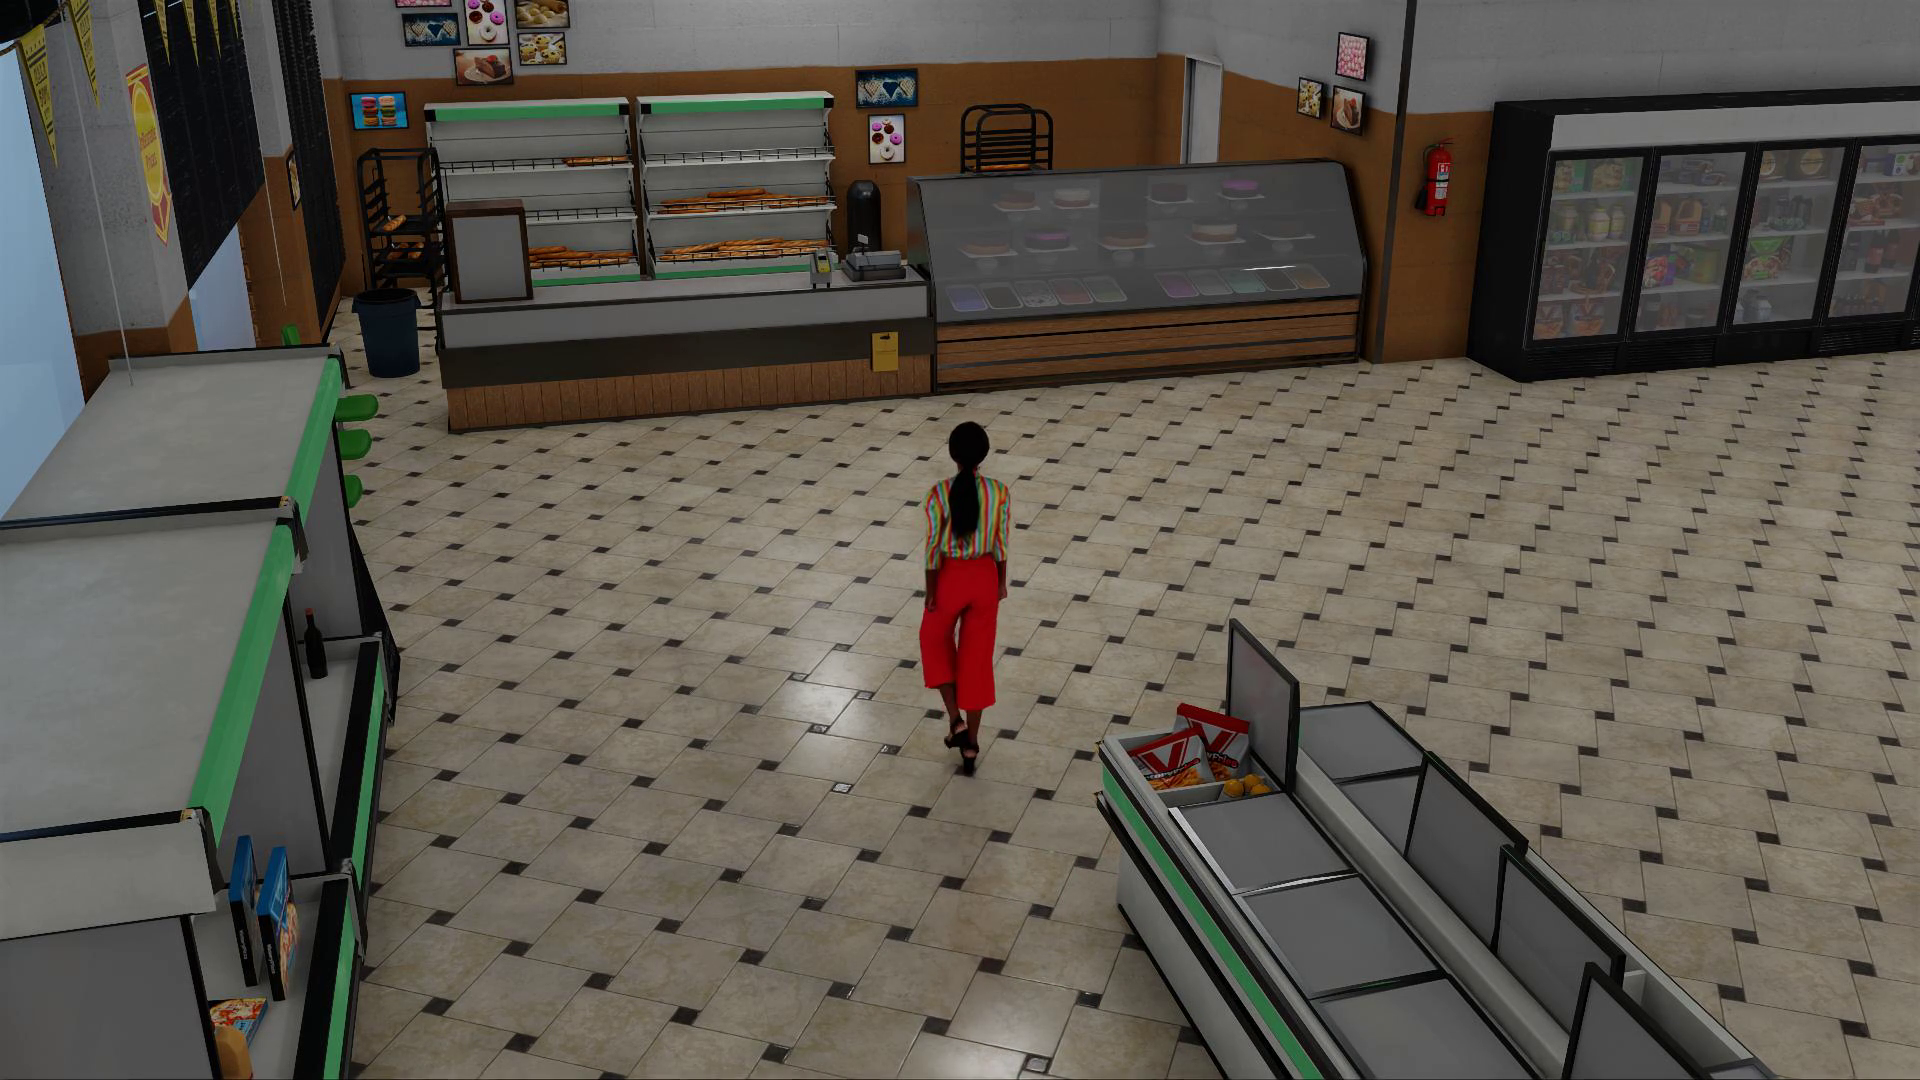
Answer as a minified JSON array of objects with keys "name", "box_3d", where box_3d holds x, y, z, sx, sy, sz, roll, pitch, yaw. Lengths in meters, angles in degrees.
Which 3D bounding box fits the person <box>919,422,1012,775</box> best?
[{"name":"person","box_3d":[0.035,0.322,7.977,0.611,1.782,0.683,-3,22,-8]}]
